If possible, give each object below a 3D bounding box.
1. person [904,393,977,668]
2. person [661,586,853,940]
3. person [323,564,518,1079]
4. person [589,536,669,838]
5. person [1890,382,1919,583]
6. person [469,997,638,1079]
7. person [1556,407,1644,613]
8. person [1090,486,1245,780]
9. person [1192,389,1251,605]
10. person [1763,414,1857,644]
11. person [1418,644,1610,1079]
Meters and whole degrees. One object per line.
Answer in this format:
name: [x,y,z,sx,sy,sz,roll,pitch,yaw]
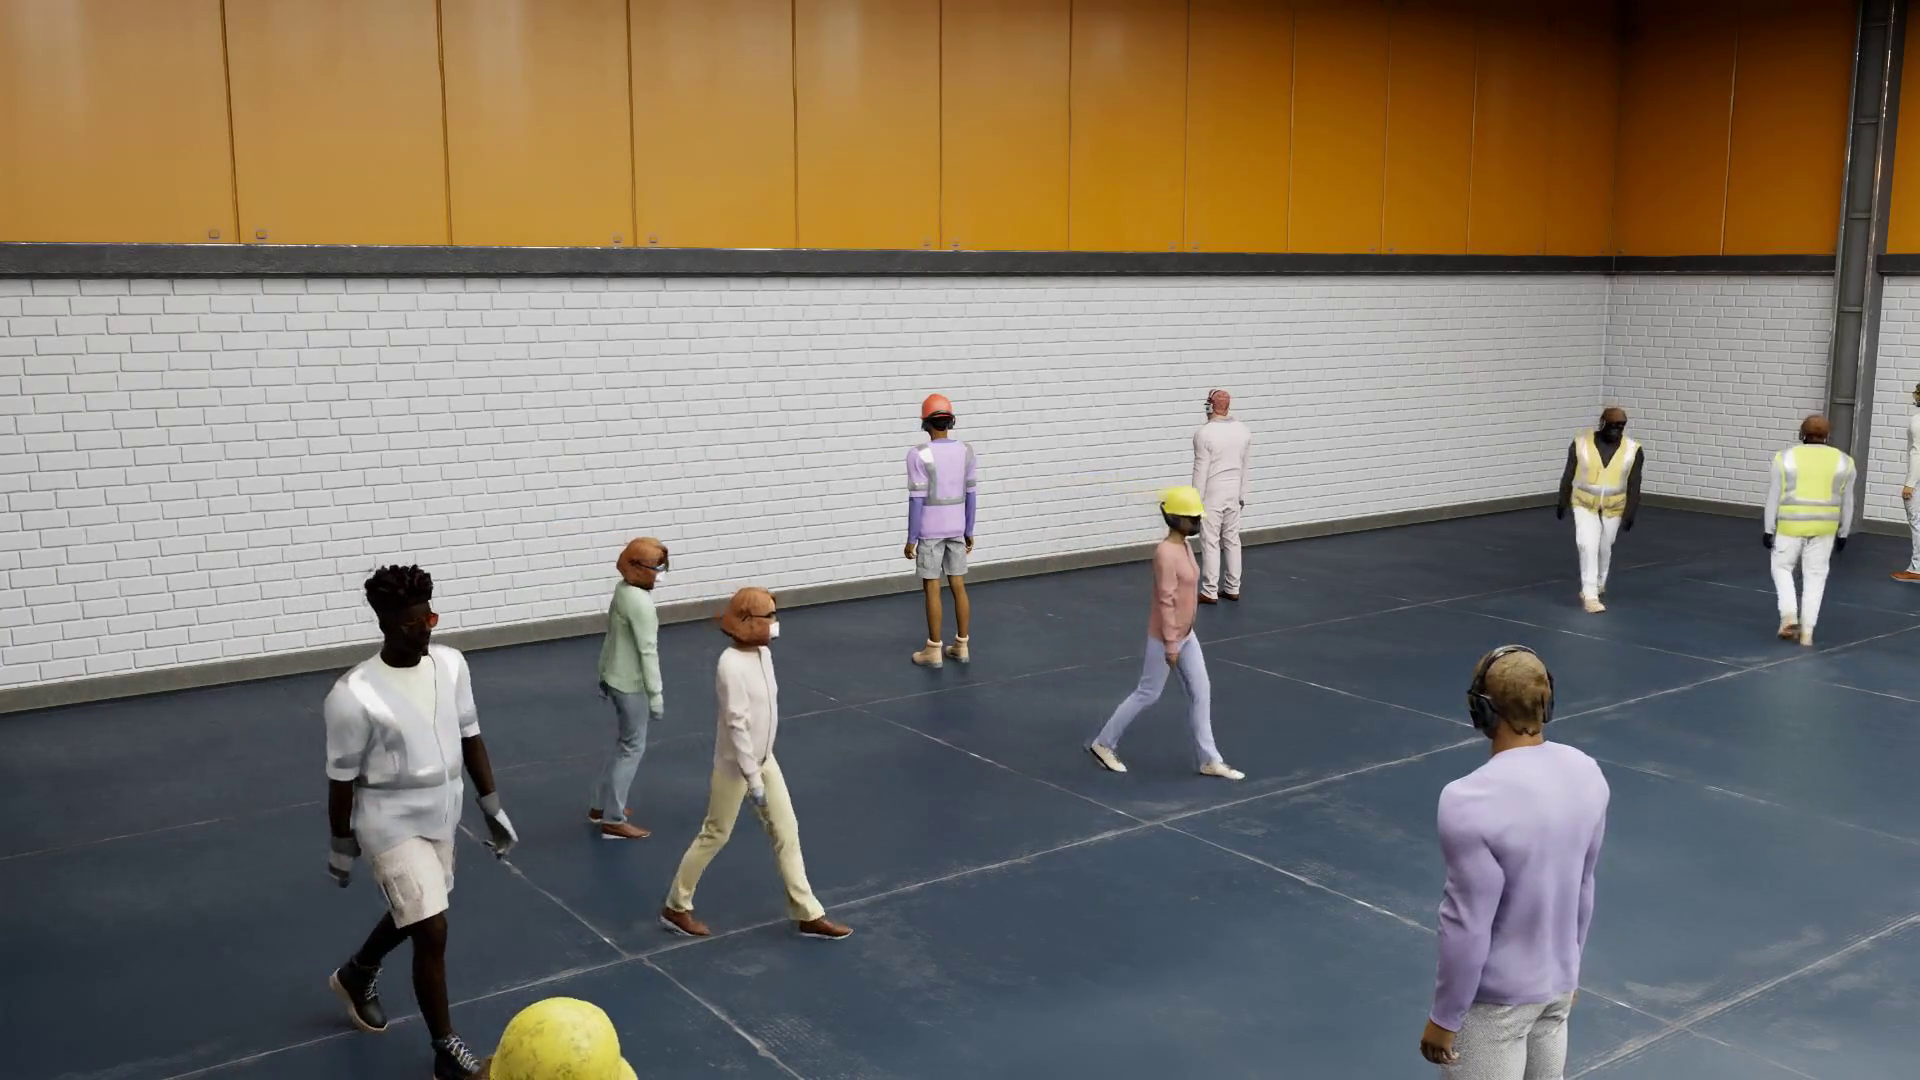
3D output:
person: [-0.163,-0.073,12.431,0.615,2.039,0.386,-7,11,-35]
person: [-0.942,0.986,7.295,0.853,1.596,0.506,3,10,17]
person: [-2.073,1.012,6.108,0.950,1.934,0.598,4,10,26]
person: [-1.692,0.766,8.611,0.416,1.597,0.526,-4,10,-23]
person: [9.127,-0.558,15.741,0.635,1.937,0.352,-7,11,-35]
person: [-0.827,1.624,3.072,0.769,1.675,0.527,-4,10,-22]
person: [5.617,-0.292,14.631,0.666,1.780,0.930,2,10,15]
person: [1.186,0.535,9.656,0.883,1.731,0.538,4,10,23]
person: [2.269,-0.384,14.765,0.652,1.906,0.403,-7,11,-35]
person: [6.683,-0.079,13.125,0.649,1.828,0.432,3,10,15]
person: [1.523,1.245,4.624,0.635,1.936,0.350,-7,11,-35]
